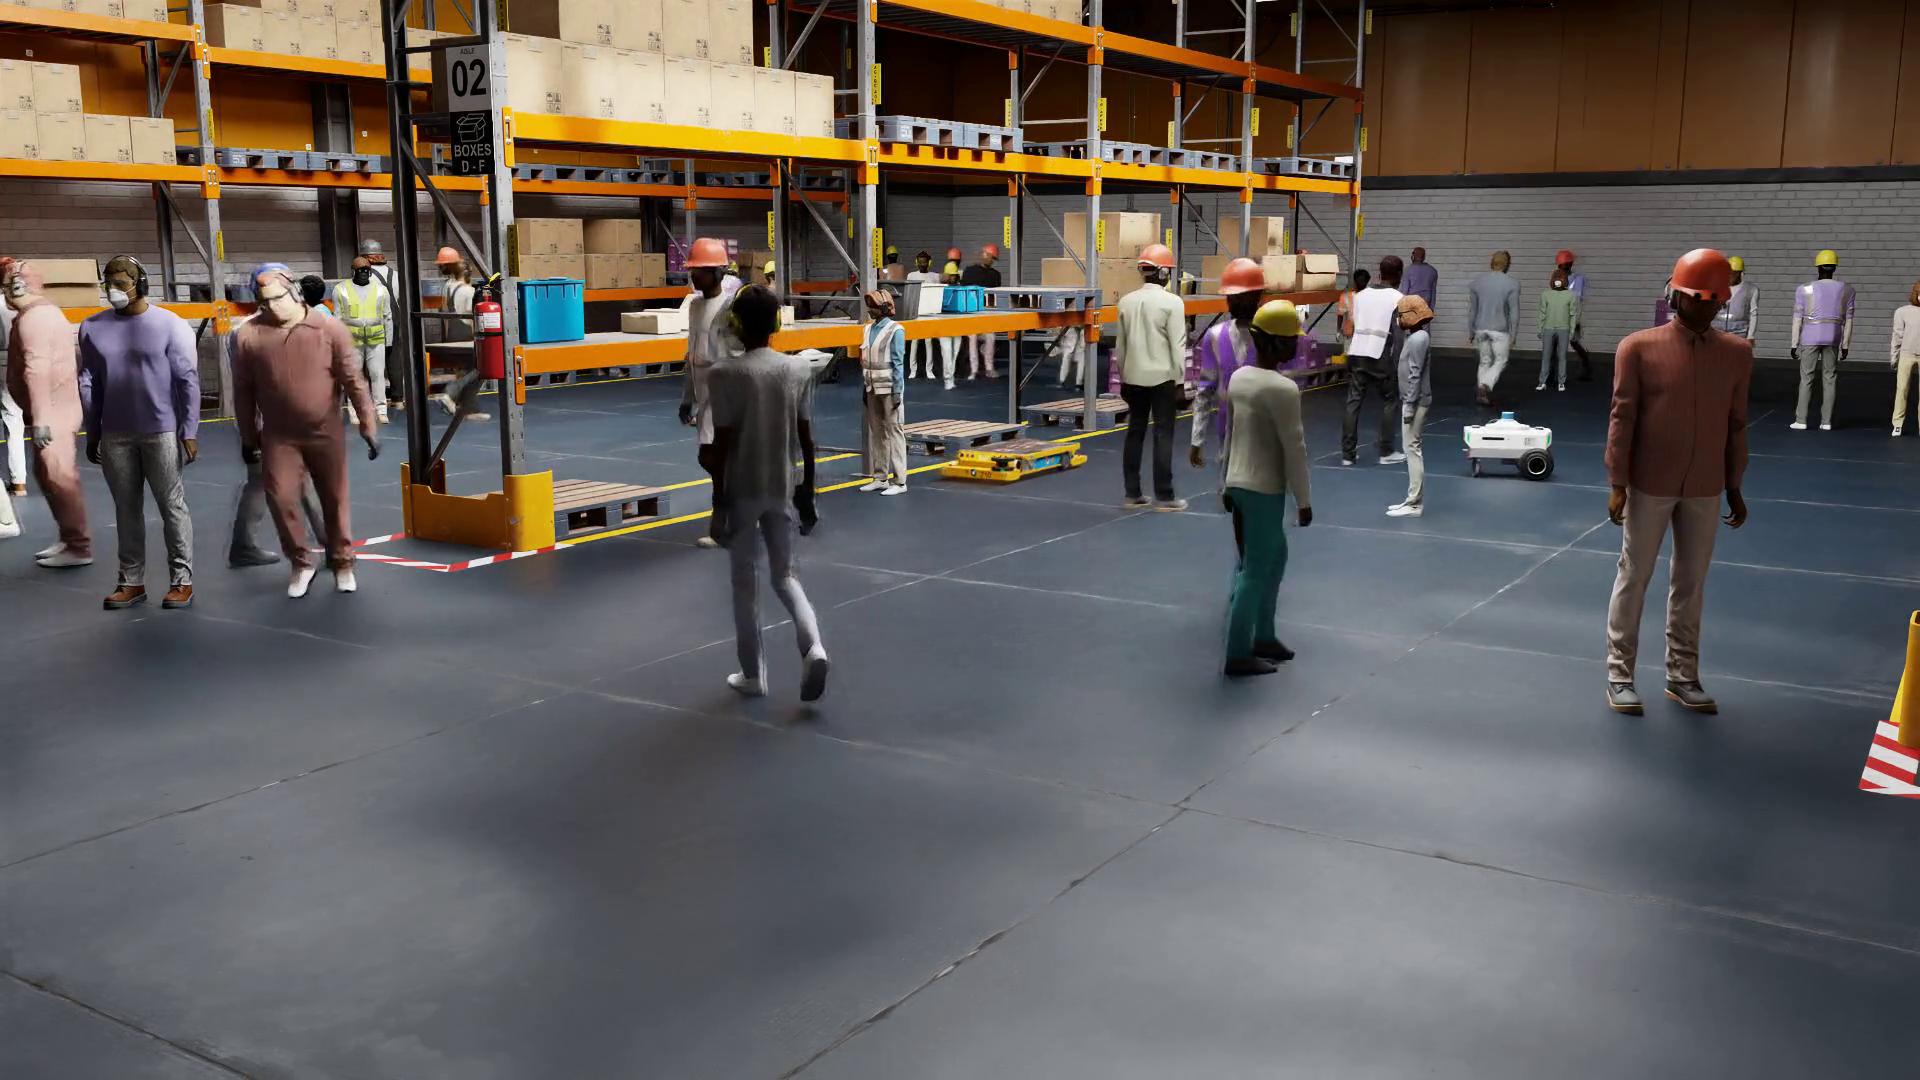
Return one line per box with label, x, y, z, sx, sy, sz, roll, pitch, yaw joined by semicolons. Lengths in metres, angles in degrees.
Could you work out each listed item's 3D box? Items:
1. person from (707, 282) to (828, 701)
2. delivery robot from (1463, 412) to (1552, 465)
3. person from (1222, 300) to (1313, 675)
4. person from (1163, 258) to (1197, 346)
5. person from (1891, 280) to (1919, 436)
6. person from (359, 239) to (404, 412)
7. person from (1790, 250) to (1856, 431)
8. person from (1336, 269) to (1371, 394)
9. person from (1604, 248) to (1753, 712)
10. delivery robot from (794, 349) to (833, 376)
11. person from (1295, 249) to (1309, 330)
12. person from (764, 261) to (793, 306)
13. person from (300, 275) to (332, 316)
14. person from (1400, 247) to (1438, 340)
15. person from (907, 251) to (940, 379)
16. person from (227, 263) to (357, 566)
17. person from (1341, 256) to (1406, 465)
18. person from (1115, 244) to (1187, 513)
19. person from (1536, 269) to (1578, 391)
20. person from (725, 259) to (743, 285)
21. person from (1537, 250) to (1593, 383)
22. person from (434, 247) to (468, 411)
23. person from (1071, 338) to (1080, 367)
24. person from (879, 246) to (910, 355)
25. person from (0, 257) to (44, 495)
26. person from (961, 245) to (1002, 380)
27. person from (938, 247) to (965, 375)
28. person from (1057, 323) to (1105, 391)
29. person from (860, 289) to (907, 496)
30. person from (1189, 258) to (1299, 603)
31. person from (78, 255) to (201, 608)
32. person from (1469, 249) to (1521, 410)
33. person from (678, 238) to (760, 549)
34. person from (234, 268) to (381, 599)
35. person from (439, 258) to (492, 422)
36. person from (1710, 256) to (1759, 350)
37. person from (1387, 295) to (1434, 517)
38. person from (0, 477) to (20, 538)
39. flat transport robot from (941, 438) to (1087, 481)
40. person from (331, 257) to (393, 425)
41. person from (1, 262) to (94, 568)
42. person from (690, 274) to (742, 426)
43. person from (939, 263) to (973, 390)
person;-0.839;-0.187;7.220;0.513;1.851;0.670;-6;12;-31
delivery robot;4.666;-0.851;14.207;0.707;0.478;0.477;2;10;12
person;1.481;-0.236;7.749;0.598;1.746;0.543;-3;11;-18
person;2.979;-3.052;23.122;0.628;1.837;0.429;0;10;1
person;9.854;-1.864;17.113;0.497;1.625;0.281;6;12;30
person;-6.933;-2.538;19.694;0.535;2.000;0.684;6;12;29
person;9.180;-2.123;17.748;0.588;1.919;0.402;2;10;13
person;5.121;-2.654;21.415;0.535;1.652;0.890;4;11;21
person;3.069;-0.240;7.110;0.609;1.986;0.393;0;10;-3
delivery robot;-2.105;-2.510;23.398;0.477;0.478;0.707;7;12;34
person;5.326;-3.652;26.323;0.576;1.880;0.351;-10;14;-43
person;-2.363;-2.660;21.167;0.523;1.759;0.351;-6;12;-31
person;-6.026;-1.646;15.695;0.321;1.699;0.536;-2;10;-10
person;7.361;-3.762;26.846;0.642;1.909;0.399;-3;11;-16
person;-0.538;-3.284;24.323;0.519;1.865;0.327;-1;10;-5
person;-4.182;-0.745;10.196;0.862;1.884;0.682;3;11;14
person;3.770;-1.607;15.009;0.652;1.876;0.590;-8;13;-38
person;1.447;-1.205;12.437;0.624;1.991;0.397;10;14;43
person;8.036;-2.820;22.386;0.501;1.633;0.281;6;12;29
person;-2.871;-2.609;20.800;0.598;1.786;0.953;-2;10;-11
person;8.678;-3.174;23.651;0.966;1.899;0.555;-6;12;-29
person;-5.995;-2.493;19.740;0.376;1.934;0.546;-7;12;-32
person;1.915;-3.751;26.699;0.636;1.939;0.364;-9;14;-41
person;-1.164;-4.186;29.166;0.585;1.917;0.380;-5;11;-25
person;-7.477;-1.291;13.246;0.572;1.874;0.356;-9;14;-42
person;0.301;-3.319;24.292;0.703;1.950;0.426;-2;11;-13
person;-0.093;-3.374;24.672;0.556;1.916;0.670;1;10;4
person;1.655;-2.904;22.421;0.620;1.788;0.465;3;11;15
person;-0.612;-1.173;13.264;0.311;1.634;0.515;-8;13;-39
person;1.544;-0.571;9.129;0.578;1.915;0.617;7;12;34
person;-4.499;-0.583;9.145;0.635;1.937;0.352;0;10;-1
person;6.250;-2.458;19.599;0.657;1.916;0.617;10;14;43
person;-1.605;-0.937;10.837;0.427;2.030;0.606;-7;13;-35
person;-3.683;-0.598;9.434;0.781;1.863;0.508;-3;11;-17
person;-5.538;-2.200;18.420;0.559;1.819;0.534;10;14;43
person;9.249;-2.490;20.010;0.622;1.830;0.403;7;12;33
person;3.327;-0.986;12.254;0.285;1.623;0.509;2;10;12
person;-6.656;-0.835;10.909;0.596;1.803;0.926;4;11;23
flat transport robot;0.491;-0.714;14.489;0.652;0.197;1.431;6;12;32
person;-6.552;-2.179;18.293;0.624;1.837;0.429;-5;11;-24
person;-5.680;-0.774;10.365;0.426;1.883;0.655;-3;11;-18
person;-2.670;-2.271;18.372;0.610;1.996;1.033;3;11;16
person;-0.086;-2.854;22.346;0.507;1.705;0.842;-3;11;-18
